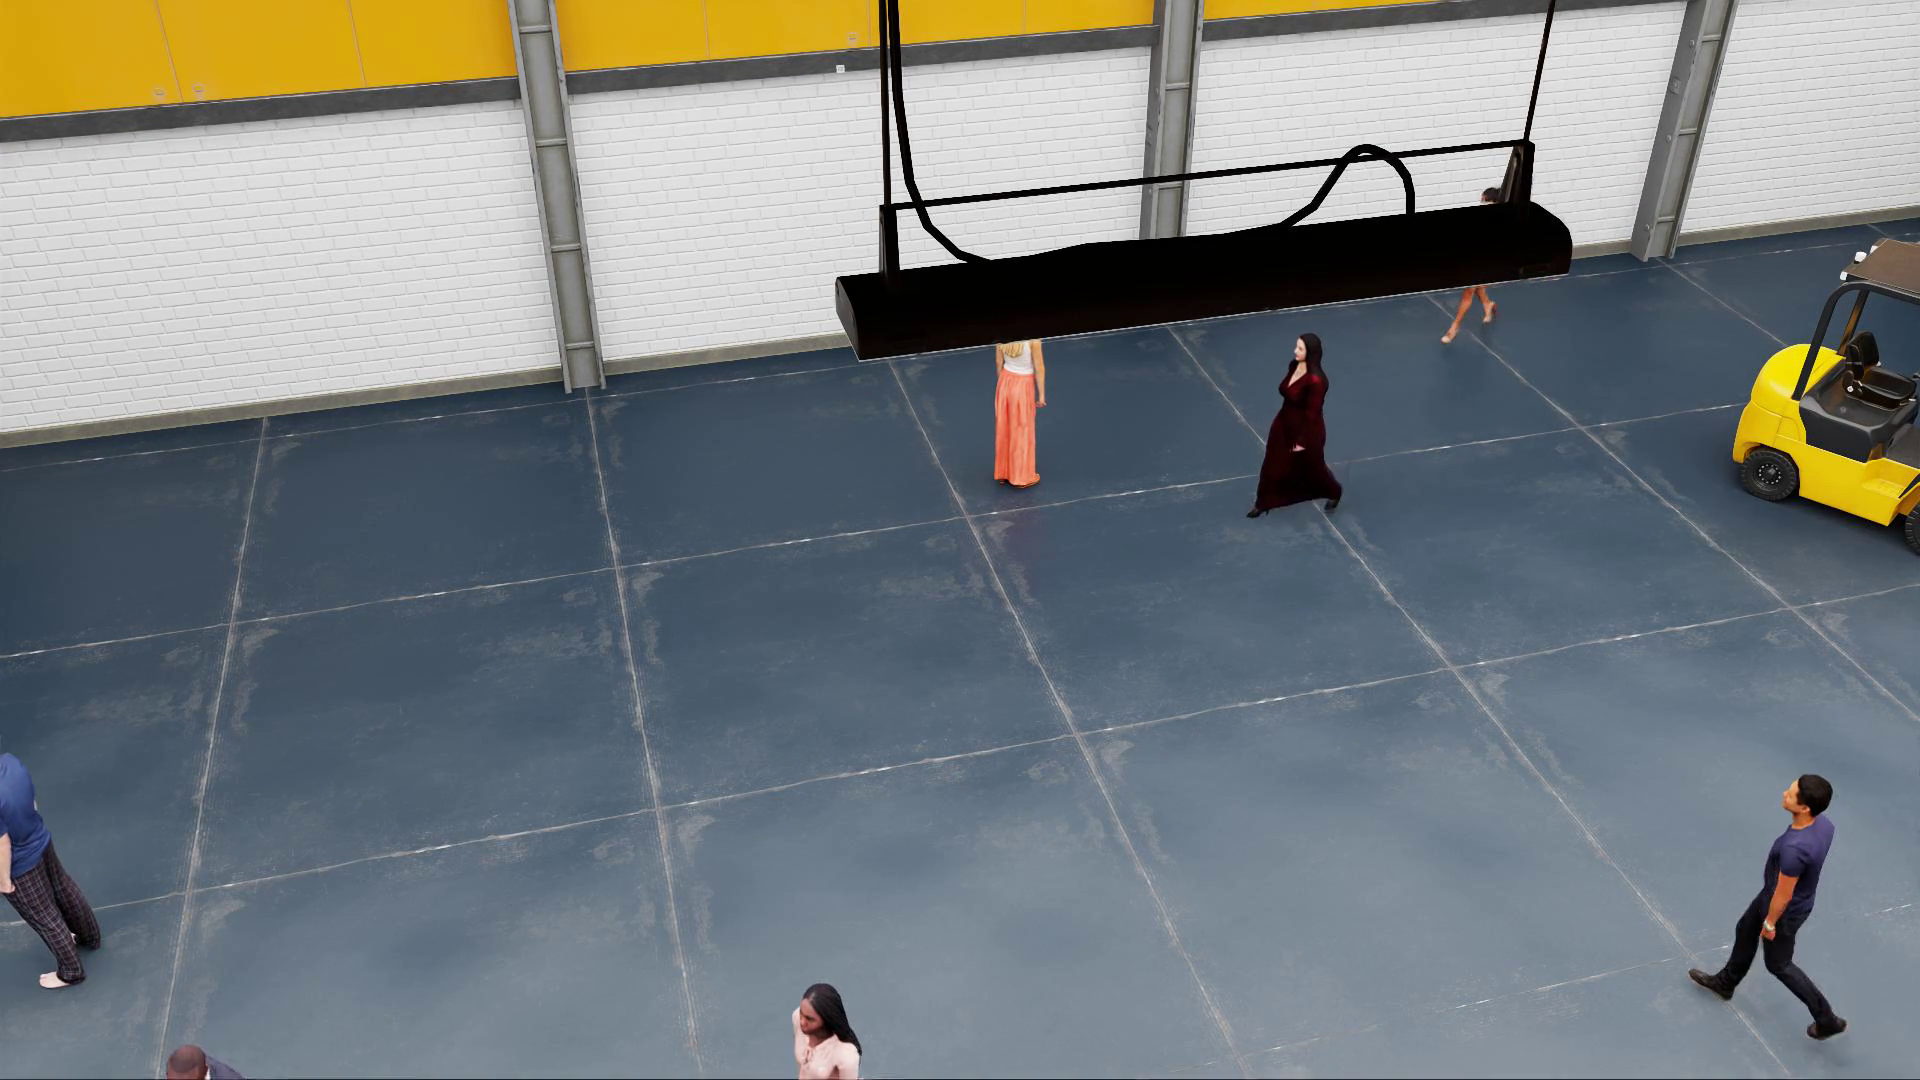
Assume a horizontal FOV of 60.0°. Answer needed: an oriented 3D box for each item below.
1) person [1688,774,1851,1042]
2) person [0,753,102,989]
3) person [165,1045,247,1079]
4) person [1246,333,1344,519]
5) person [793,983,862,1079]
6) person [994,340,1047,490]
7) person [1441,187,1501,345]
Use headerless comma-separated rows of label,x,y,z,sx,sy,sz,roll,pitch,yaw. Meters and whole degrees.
person,4.725,2.091,9.344,1.126,1.762,1.135,23,40,30
person,-5.430,1.822,9.652,0.642,1.870,0.715,0,34,0
person,-3.414,2.949,8.034,1.164,1.784,1.229,20,39,28
person,2.932,-0.916,13.906,1.125,1.720,0.773,-14,36,-20
person,-0.583,2.816,8.339,1.034,1.668,1.228,27,42,34
person,0.489,-1.278,14.377,0.730,1.803,0.772,22,39,29
person,5.277,-2.797,16.841,1.090,1.603,0.750,-18,38,-25
